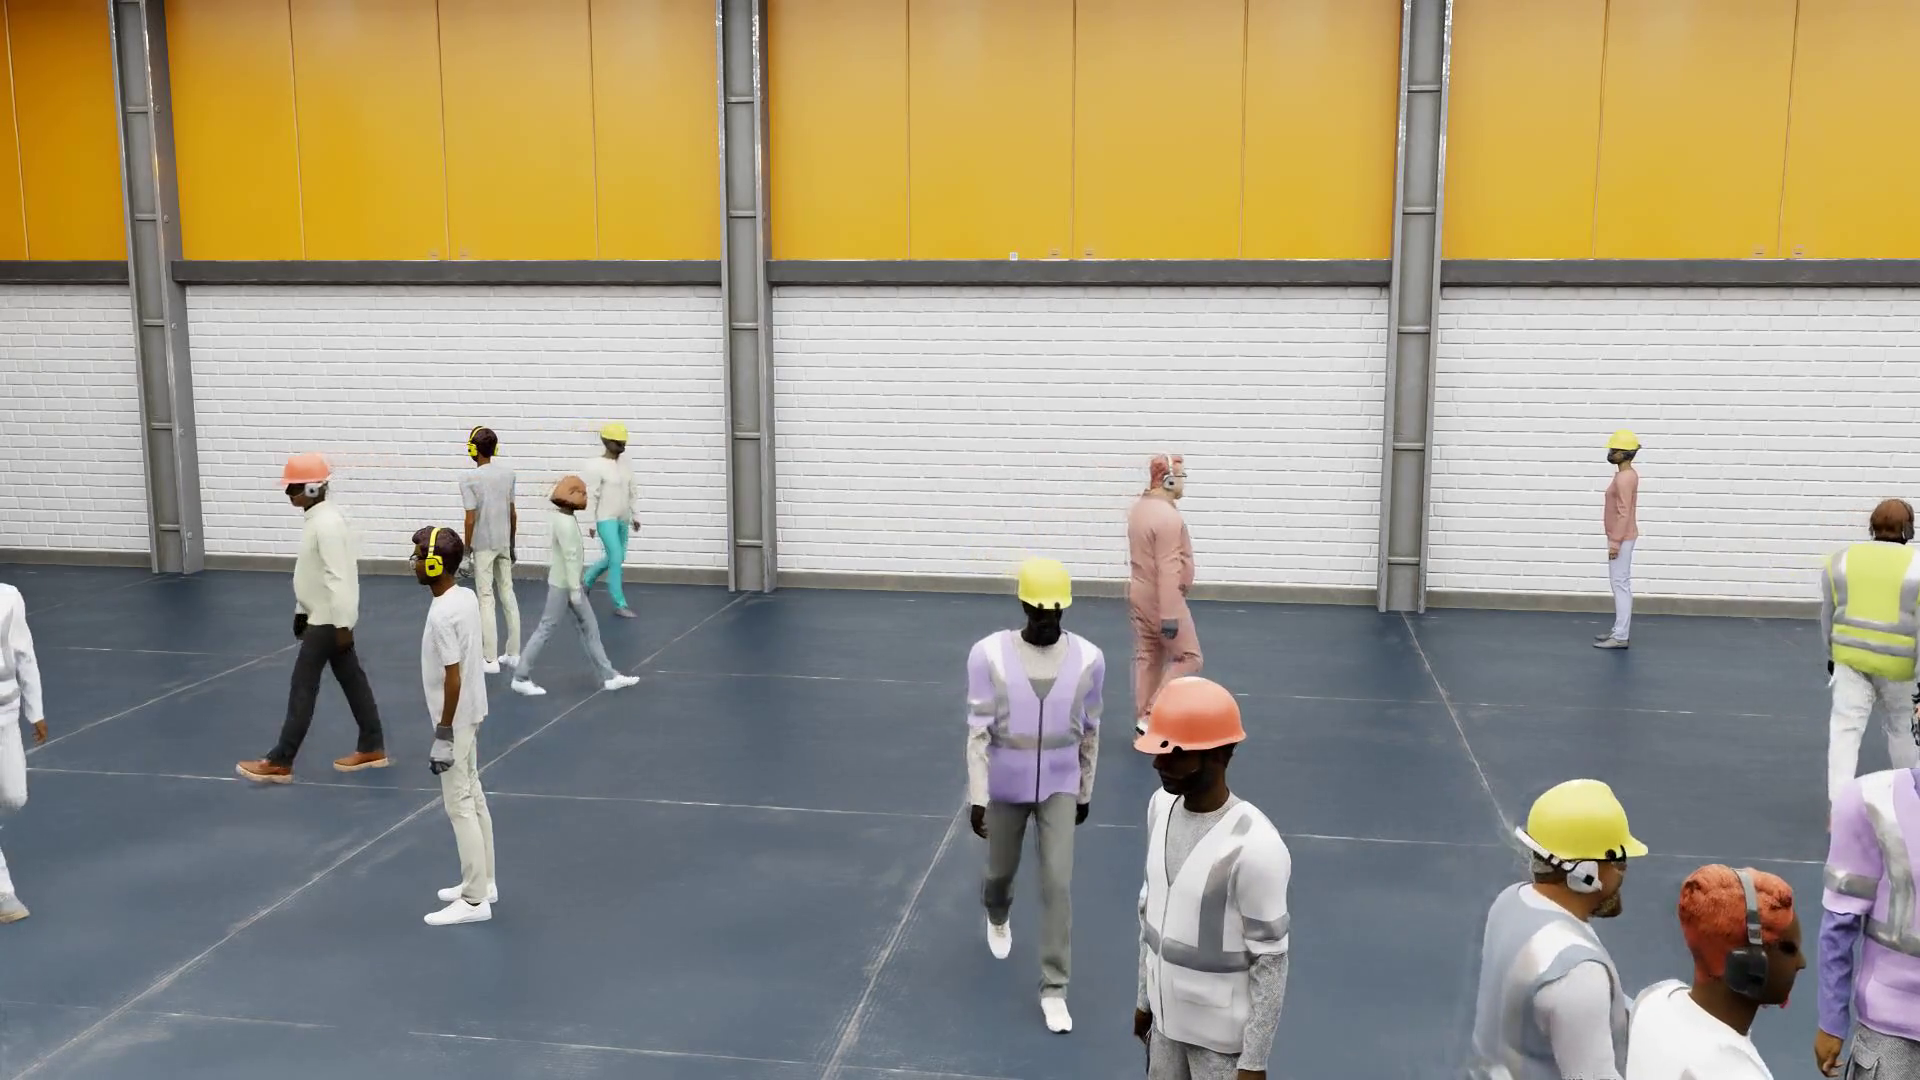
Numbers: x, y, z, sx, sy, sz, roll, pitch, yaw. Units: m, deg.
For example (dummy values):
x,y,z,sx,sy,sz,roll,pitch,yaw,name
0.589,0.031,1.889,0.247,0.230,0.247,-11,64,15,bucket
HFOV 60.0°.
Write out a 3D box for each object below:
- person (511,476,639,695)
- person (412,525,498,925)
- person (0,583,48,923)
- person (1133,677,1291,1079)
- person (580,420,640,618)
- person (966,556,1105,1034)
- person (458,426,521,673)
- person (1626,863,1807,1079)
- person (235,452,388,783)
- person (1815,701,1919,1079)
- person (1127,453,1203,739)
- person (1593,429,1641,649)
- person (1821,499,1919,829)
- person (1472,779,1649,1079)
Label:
x,y,z,sx,sy,sz,roll,pitch,yaw,name
-2.811,0.327,11.887,0.903,1.581,0.525,-2,9,-12,person
-2.362,0.857,7.742,0.313,1.869,0.528,-1,9,-4,person
-4.669,0.843,7.835,0.675,1.868,0.608,8,12,42,person
0.653,1.326,4.639,0.375,1.935,0.551,-5,11,-29,person
-3.123,-0.201,14.669,0.729,1.739,0.528,6,11,31,person
0.303,0.978,6.928,0.582,1.899,0.905,-1,9,-6,person
-3.565,0.073,12.571,0.332,1.874,0.520,7,11,36,person
1.458,1.561,3.389,0.627,1.866,0.598,1,9,7,person
-3.910,0.460,9.900,0.944,1.951,0.662,-4,10,-23,person
2.650,1.296,4.493,0.615,2.042,0.372,2,9,12,person
1.294,0.396,10.496,0.429,1.891,0.676,-2,9,-13,person
5.285,-0.006,13.378,0.313,1.768,0.533,4,10,25,person
5.086,0.665,9.143,0.949,1.793,0.640,-9,13,-43,person
1.470,1.476,4.196,0.937,1.790,0.590,2,9,9,person
